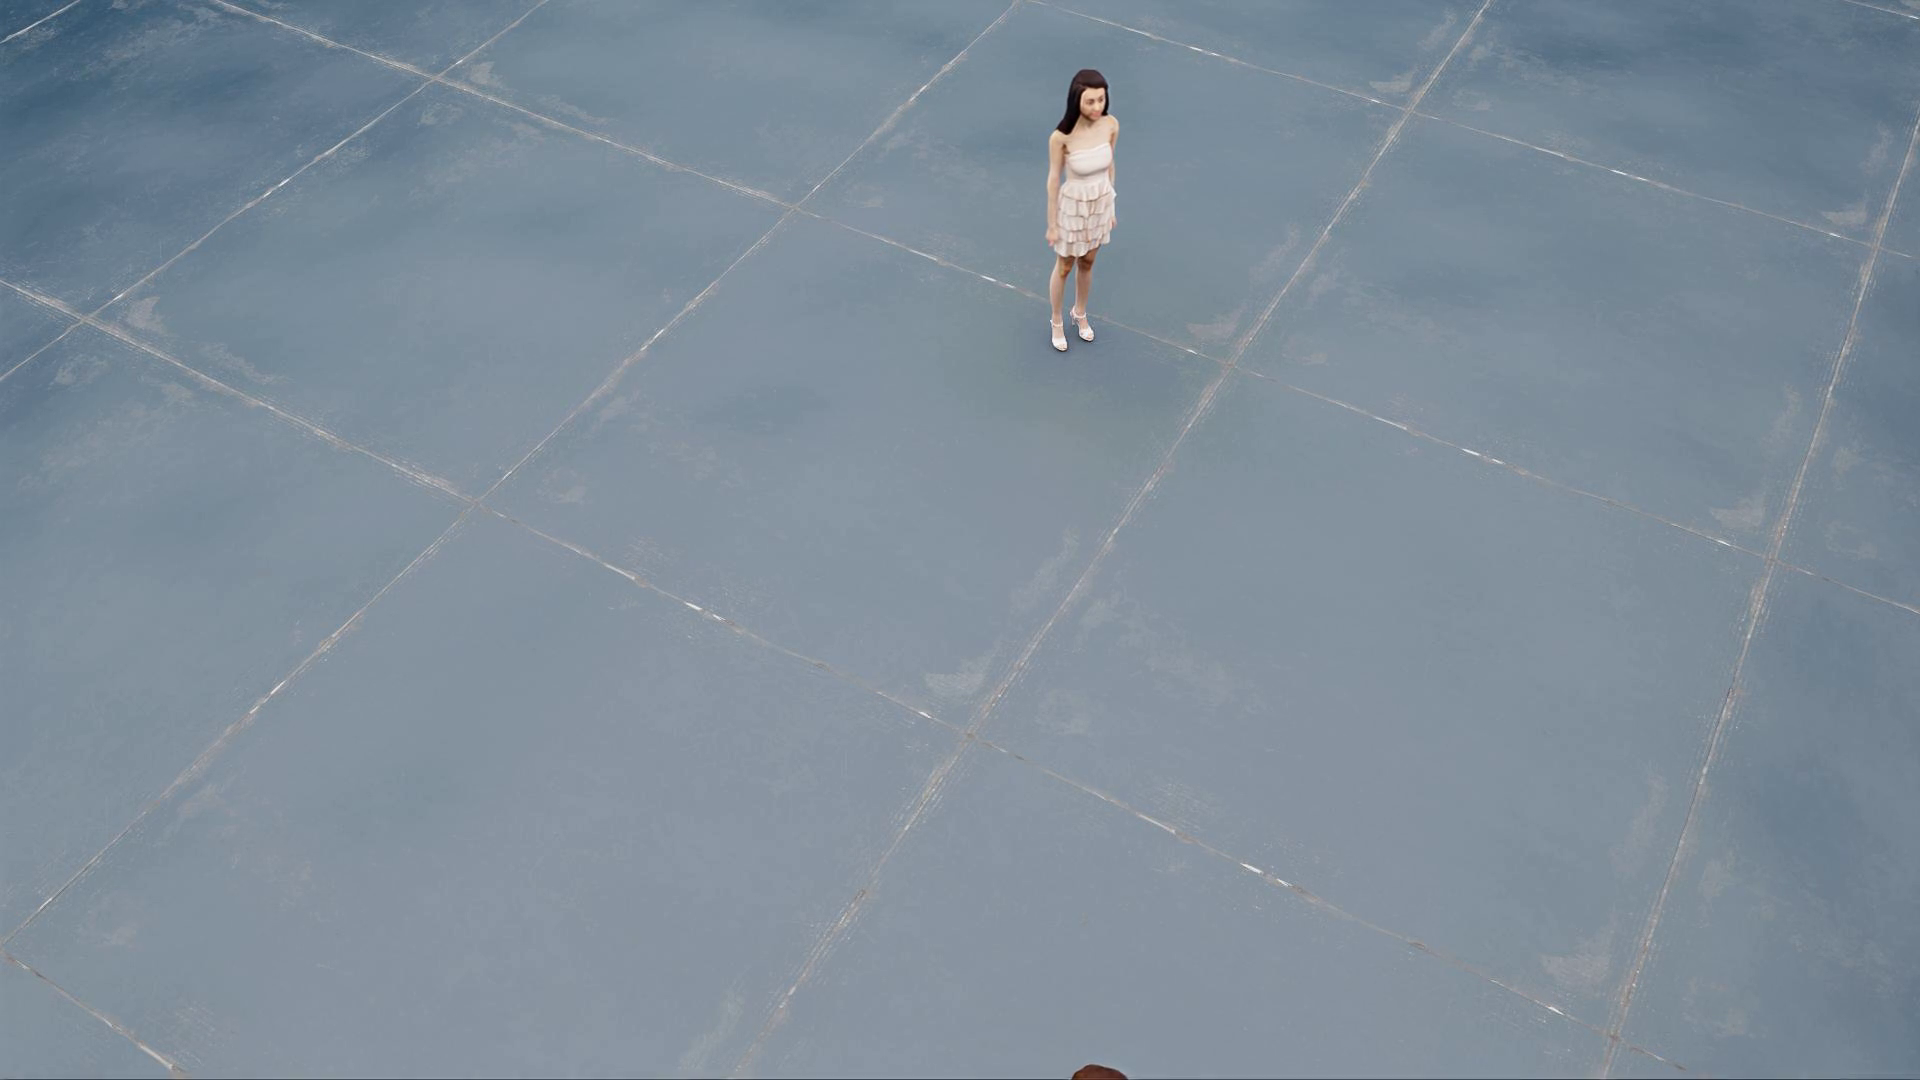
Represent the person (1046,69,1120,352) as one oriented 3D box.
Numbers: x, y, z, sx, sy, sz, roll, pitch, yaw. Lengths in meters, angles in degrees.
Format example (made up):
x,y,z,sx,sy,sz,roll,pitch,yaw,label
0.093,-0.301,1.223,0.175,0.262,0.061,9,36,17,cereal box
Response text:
x,y,z,sx,sy,sz,roll,pitch,yaw,label
0.652,-1.774,9.026,0.657,1.736,0.686,-20,50,-18,person
